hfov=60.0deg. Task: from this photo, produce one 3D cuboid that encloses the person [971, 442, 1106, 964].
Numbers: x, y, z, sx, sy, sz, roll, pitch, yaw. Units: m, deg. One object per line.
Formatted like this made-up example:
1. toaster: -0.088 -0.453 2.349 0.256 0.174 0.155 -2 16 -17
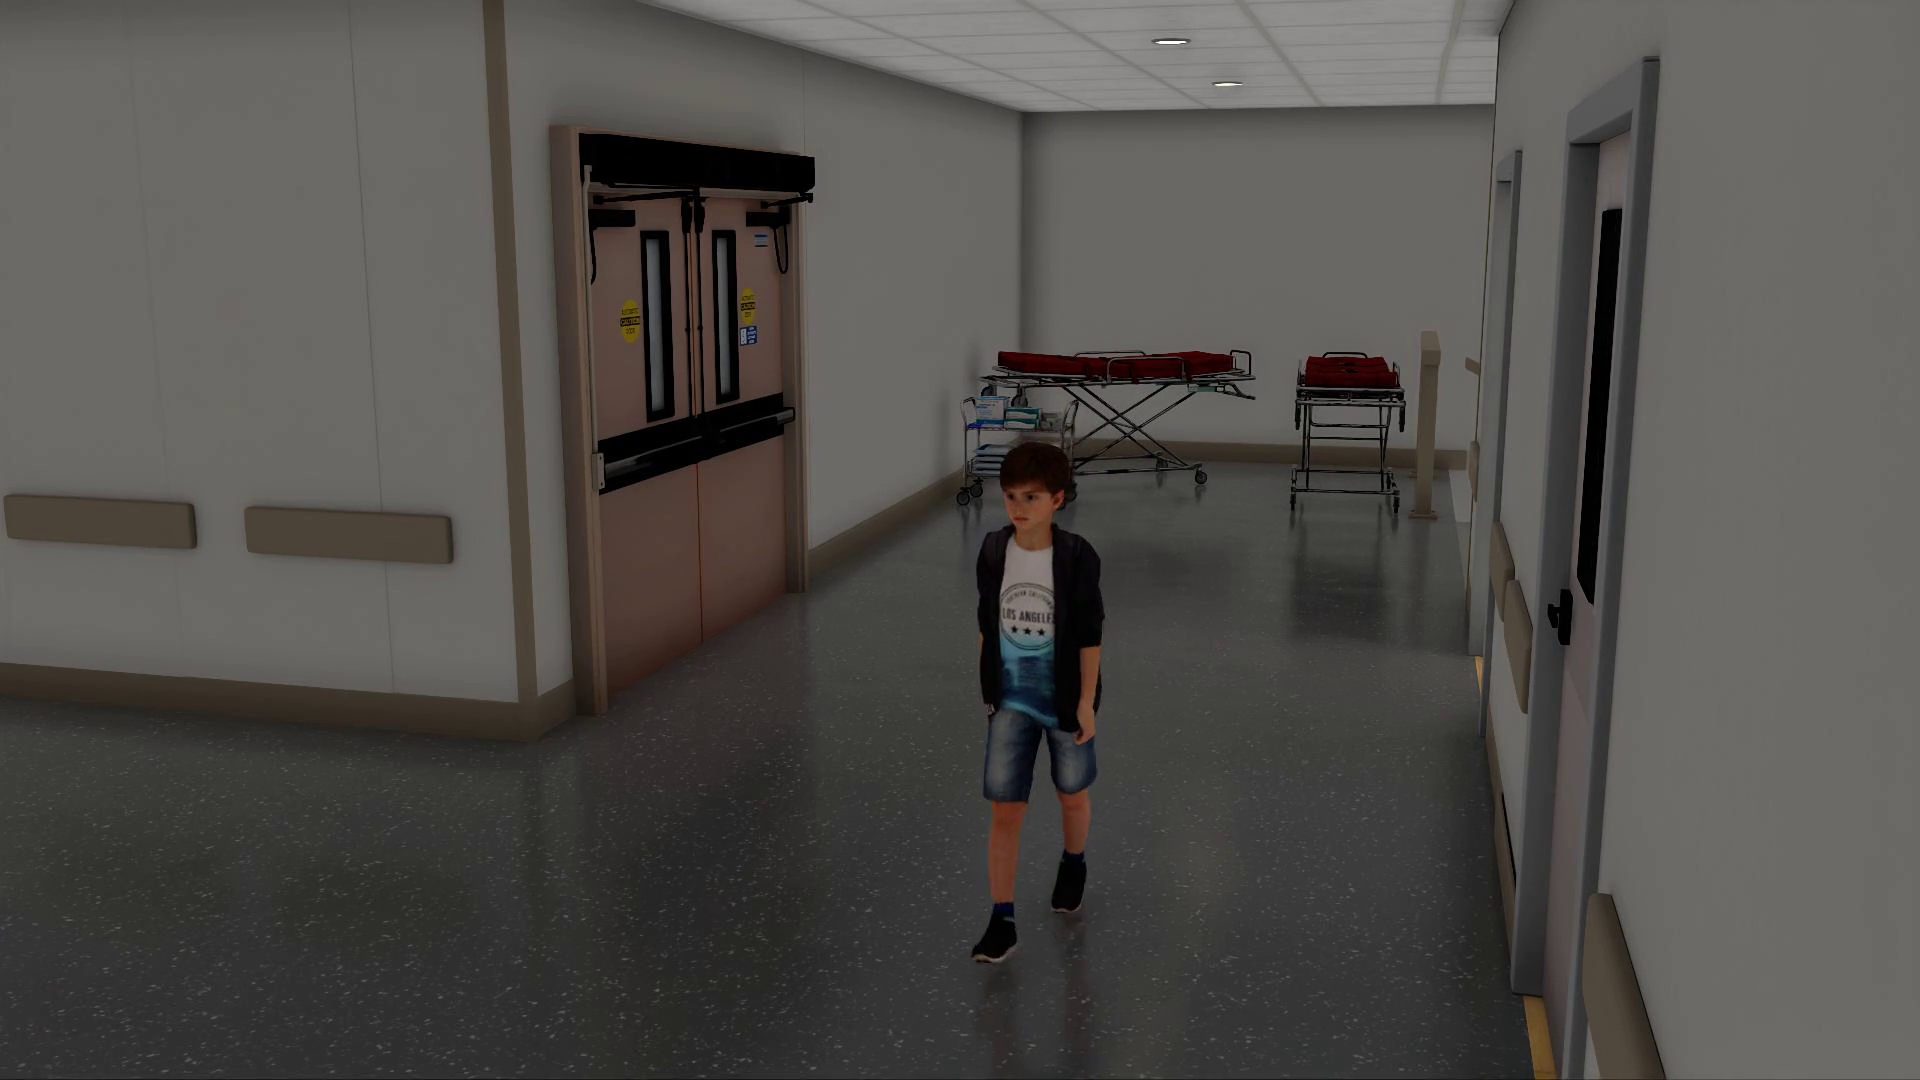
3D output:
1. person: 0.262 0.444 4.745 0.555 1.412 0.947 3 11 18
